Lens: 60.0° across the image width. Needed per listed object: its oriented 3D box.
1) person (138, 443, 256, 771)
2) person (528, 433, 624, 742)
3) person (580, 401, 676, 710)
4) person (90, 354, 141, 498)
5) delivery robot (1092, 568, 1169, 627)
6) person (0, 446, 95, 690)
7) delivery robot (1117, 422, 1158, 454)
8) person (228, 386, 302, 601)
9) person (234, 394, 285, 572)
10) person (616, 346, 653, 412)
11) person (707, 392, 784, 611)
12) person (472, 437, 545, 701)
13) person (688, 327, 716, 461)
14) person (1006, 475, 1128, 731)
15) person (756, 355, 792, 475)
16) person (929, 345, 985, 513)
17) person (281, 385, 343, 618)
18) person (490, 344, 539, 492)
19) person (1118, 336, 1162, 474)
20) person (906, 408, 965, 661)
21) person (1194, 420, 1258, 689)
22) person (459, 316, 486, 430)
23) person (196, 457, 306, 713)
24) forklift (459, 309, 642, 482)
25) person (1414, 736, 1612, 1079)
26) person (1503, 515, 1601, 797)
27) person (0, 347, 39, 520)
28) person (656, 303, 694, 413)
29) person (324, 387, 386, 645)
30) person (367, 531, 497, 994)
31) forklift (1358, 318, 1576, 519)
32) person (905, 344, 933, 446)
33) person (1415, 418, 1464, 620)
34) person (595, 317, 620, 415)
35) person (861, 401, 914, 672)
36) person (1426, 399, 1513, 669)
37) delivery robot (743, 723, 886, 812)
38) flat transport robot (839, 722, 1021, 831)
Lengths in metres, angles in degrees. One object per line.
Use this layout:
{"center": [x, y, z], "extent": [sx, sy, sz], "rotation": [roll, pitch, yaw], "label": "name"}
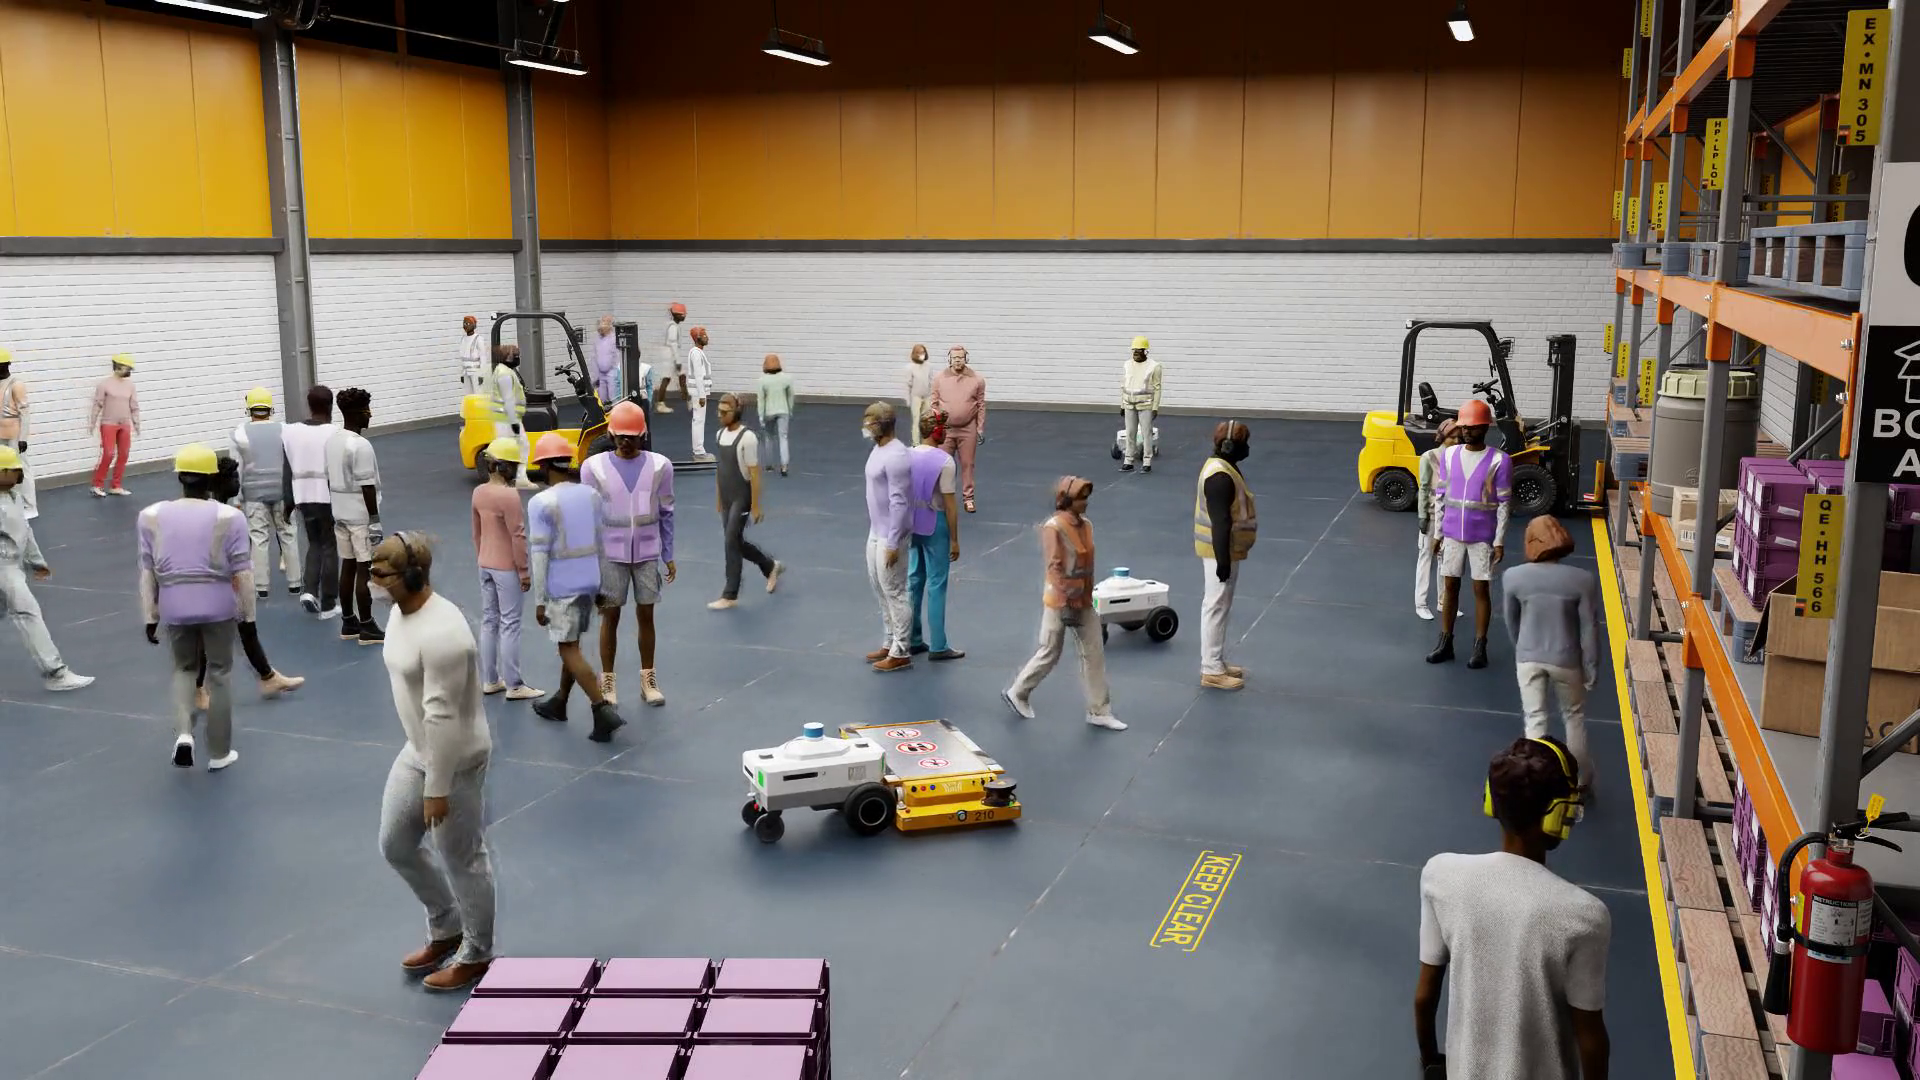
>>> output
{"center": [-4.362, 0.396, 9.557], "extent": [0.608, 1.908, 0.435], "rotation": [-1, 10, -8], "label": "person"}
{"center": [-2.400, 0.282, 10.334], "extent": [0.806, 1.925, 0.553], "rotation": [7, 12, 35], "label": "person"}
{"center": [-2.152, 0.101, 10.880], "extent": [0.609, 2.031, 0.408], "rotation": [-4, 11, -20], "label": "person"}
{"center": [-10.210, -1.379, 20.121], "extent": [0.341, 1.708, 0.623], "rotation": [5, 11, 25], "label": "person"}
{"center": [1.244, 0.456, 12.772], "extent": [0.707, 0.478, 0.477], "rotation": [-5, 11, -26], "label": "delivery robot"}
{"center": [-6.446, 0.202, 11.269], "extent": [0.917, 1.695, 0.493], "rotation": [-3, 10, -14], "label": "person"}
{"center": [2.520, -1.466, 23.597], "extent": [0.477, 0.478, 0.707], "rotation": [6, 12, 32], "label": "delivery robot"}
{"center": [-5.925, -0.394, 14.222], "extent": [0.587, 1.835, 0.404], "rotation": [-6, 12, -32], "label": "person"}
{"center": [-6.457, -0.540, 15.433], "extent": [0.535, 1.697, 0.318], "rotation": [-1, 10, -8], "label": "person"}
{"center": [-4.581, -1.931, 23.415], "extent": [0.516, 1.644, 0.309], "rotation": [-2, 10, -14], "label": "person"}
{"center": [-1.814, -0.344, 14.007], "extent": [0.783, 1.824, 0.519], "rotation": [-9, 13, -41], "label": "person"}
{"center": [-3.043, 0.192, 11.136], "extent": [0.524, 1.759, 0.328], "rotation": [9, 13, 41], "label": "person"}
{"center": [-3.657, -2.059, 23.455], "extent": [0.356, 1.885, 0.574], "rotation": [-2, 10, -12], "label": "person"}
{"center": [0.657, 0.383, 10.470], "extent": [0.786, 1.601, 0.517], "rotation": [8, 13, 37], "label": "person"}
{"center": [-2.445, -1.654, 22.046], "extent": [0.485, 1.600, 0.846], "rotation": [-2, 10, -13], "label": "person"}
{"center": [-0.028, -1.253, 18.848], "extent": [0.639, 1.911, 0.406], "rotation": [0, 10, -1], "label": "person"}
{"center": [-5.192, -0.305, 13.521], "extent": [0.626, 1.899, 0.458], "rotation": [1, 10, 6], "label": "person"}
{"center": [-5.431, -1.475, 20.331], "extent": [0.684, 1.818, 0.662], "rotation": [-2, 10, -12], "label": "person"}
{"center": [2.378, -1.796, 22.119], "extent": [0.586, 1.833, 0.403], "rotation": [7, 12, 33], "label": "person"}
{"center": [-0.239, -0.039, 12.187], "extent": [0.377, 1.844, 0.567], "rotation": [-9, 14, -42], "label": "person"}
{"center": [1.829, 0.092, 11.467], "extent": [0.429, 1.839, 0.634], "rotation": [2, 10, 9], "label": "person"}
{"center": [-7.955, -2.708, 27.110], "extent": [0.584, 1.882, 0.345], "rotation": [8, 13, 39], "label": "person"}
{"center": [-4.707, 0.287, 10.856], "extent": [0.832, 1.658, 0.538], "rotation": [-5, 11, -26], "label": "person"}
{"center": [-5.354, -1.902, 21.697], "extent": [2.313, 2.155, 1.214], "rotation": [-2, 10, -13], "label": "forklift"}
{"center": [1.357, 1.393, 4.093], "extent": [0.521, 1.860, 0.327], "rotation": [10, 14, 44], "label": "person"}
{"center": [3.199, 0.653, 8.995], "extent": [0.526, 1.591, 0.792], "rotation": [5, 11, 28], "label": "person"}
{"center": [-10.473, -1.166, 18.313], "extent": [0.594, 1.922, 0.385], "rotation": [7, 12, 34], "label": "person"}
{"center": [-5.050, -3.269, 29.964], "extent": [0.989, 1.989, 0.638], "rotation": [0, 10, -1], "label": "person"}
{"center": [-4.585, -0.186, 12.674], "extent": [0.613, 1.964, 0.361], "rotation": [9, 14, 43], "label": "person"}
{"center": [-2.113, 0.903, 6.687], "extent": [0.483, 1.915, 0.648], "rotation": [-8, 13, -38], "label": "person"}
{"center": [5.787, -1.437, 19.079], "extent": [2.313, 2.155, 1.214], "rotation": [3, 11, 19], "label": "forklift"}
{"center": [-0.573, -2.023, 23.996], "extent": [0.525, 1.618, 0.369], "rotation": [-7, 13, -36], "label": "person"}
{"center": [3.932, -0.174, 13.530], "extent": [0.514, 1.640, 0.311], "rotation": [-4, 11, -24], "label": "person"}
{"center": [-5.638, -2.640, 26.819], "extent": [0.437, 1.874, 0.692], "rotation": [-9, 13, -41], "label": "person"}
{"center": [-0.509, -0.020, 11.866], "extent": [0.365, 1.932, 0.677], "rotation": [-3, 10, -15], "label": "person"}
{"center": [3.660, -0.045, 11.957], "extent": [0.543, 1.939, 0.361], "rotation": [7, 13, 36], "label": "person"}
{"center": [-0.757, 1.192, 8.625], "extent": [0.707, 0.478, 0.477], "rotation": [-4, 11, -21], "label": "delivery robot"}
{"center": [-0.208, 1.268, 9.262], "extent": [0.652, 0.197, 1.431], "rotation": [-3, 11, -18], "label": "flat transport robot"}
